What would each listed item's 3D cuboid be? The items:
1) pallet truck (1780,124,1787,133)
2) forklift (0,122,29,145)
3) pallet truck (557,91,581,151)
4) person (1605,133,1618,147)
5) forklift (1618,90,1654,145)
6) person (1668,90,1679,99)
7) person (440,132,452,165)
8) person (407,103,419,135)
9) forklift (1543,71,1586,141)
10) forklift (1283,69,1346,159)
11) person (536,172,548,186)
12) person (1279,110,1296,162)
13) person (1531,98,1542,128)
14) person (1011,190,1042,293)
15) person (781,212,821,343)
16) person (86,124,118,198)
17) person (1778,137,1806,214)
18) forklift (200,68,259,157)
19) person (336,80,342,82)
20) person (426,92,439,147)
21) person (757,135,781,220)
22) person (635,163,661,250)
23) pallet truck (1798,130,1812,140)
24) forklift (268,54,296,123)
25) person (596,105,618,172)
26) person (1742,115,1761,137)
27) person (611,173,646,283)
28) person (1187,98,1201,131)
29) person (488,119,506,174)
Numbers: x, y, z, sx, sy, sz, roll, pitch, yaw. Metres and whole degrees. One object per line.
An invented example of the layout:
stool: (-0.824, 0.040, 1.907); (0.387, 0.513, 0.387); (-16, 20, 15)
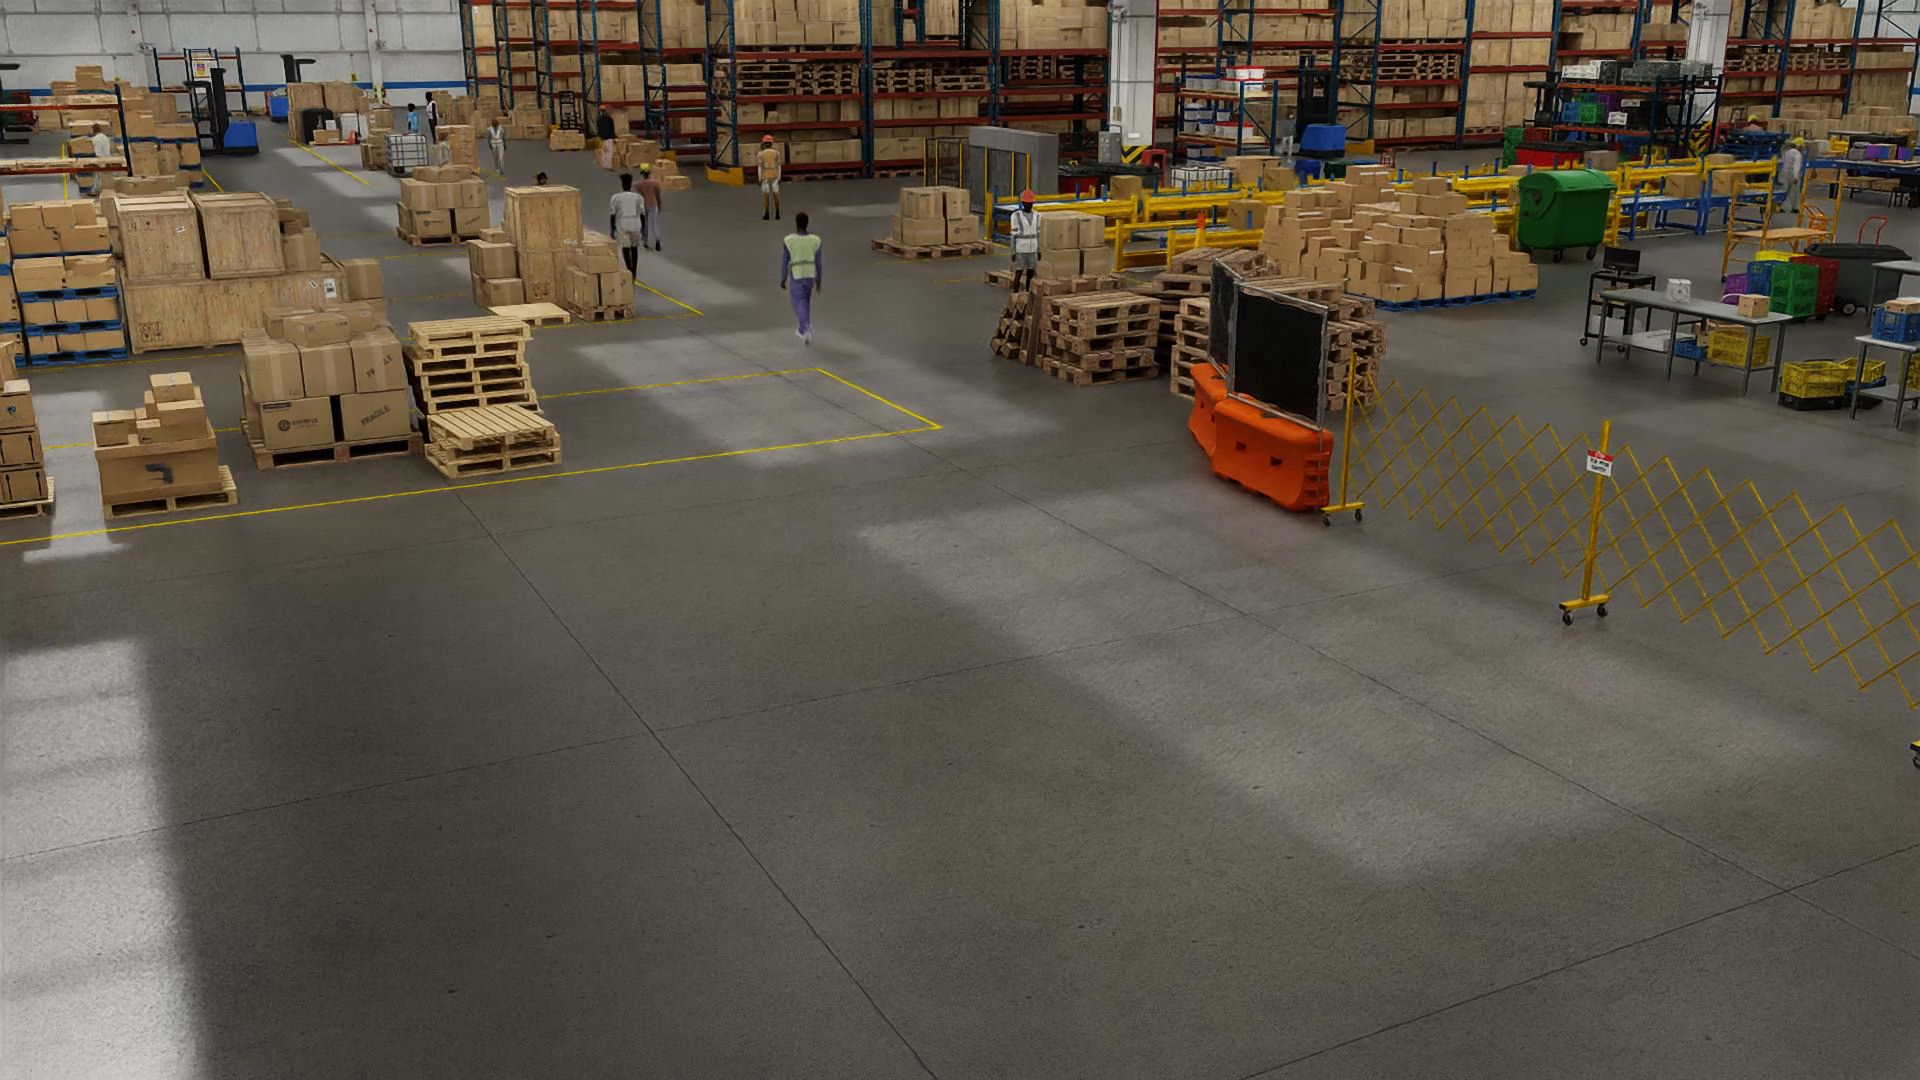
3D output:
pallet truck: (25.206, -12.542, 52.601); (1.601, 1.201, 0.680); (0, 18, -2)
forklift: (-34.388, -15.480, 59.095); (1.873, 2.768, 1.129); (-9, 20, -26)
pallet truck: (-13.495, -14.412, 57.188); (0.823, 1.965, 1.885); (-3, 18, -9)
person: (19.197, -11.747, 48.975); (0.544, 1.939, 0.354); (-11, 21, -30)
forklift: (23.576, -14.997, 57.589); (1.873, 2.768, 1.129); (-9, 20, -26)
person: (25.801, -15.424, 60.346); (0.383, 1.996, 0.609); (16, 23, 40)
person: (-13.490, -9.871, 43.626); (0.423, 1.622, 0.531); (-1, 18, -4)
person: (-18.181, -13.656, 55.315); (0.316, 1.695, 0.542); (6, 19, 18)
forklift: (18.685, -13.231, 52.085); (1.873, 2.768, 1.129); (-9, 20, -26)
forklift: (11.615, -13.871, 54.079); (1.129, 2.768, 1.873); (-9, 20, -27)
person: (-7.760, -5.928, 30.966); (0.537, 1.855, 0.579); (-15, 23, -40)
person: (10.416, -12.848, 52.917); (0.517, 1.614, 0.500); (-4, 18, -11)
person: (19.878, -14.364, 57.416); (0.329, 1.765, 0.533); (16, 24, 40)
person: (1.094, -4.730, 27.102); (0.551, 1.935, 0.375); (-9, 20, -26)
person: (-2.305, -3.864, 24.462); (0.595, 1.897, 0.802); (-9, 20, -26)
person: (-22.131, -9.782, 42.954); (1.034, 1.878, 0.651); (1, 18, 2)
person: (19.869, -8.684, 39.662); (0.632, 1.797, 0.653); (-1, 18, -4)
forklift: (-24.369, -14.147, 54.940); (1.873, 2.768, 1.129); (-9, 20, -26)
person: (-25.214, -17.783, 67.847); (0.576, 1.896, 0.915); (1, 18, 2)
person: (-18.568, -14.813, 58.581); (0.391, 1.912, 0.589); (-12, 21, -33)
person: (-4.415, -8.388, 38.517); (0.542, 1.930, 0.374); (-5, 19, -16)
person: (-6.318, -6.769, 33.780); (0.526, 1.740, 0.769); (-6, 19, -18)
pallet truck: (25.526, -11.556, 49.408); (1.630, 1.274, 0.653); (-9, 20, -26)
forklift: (-28.361, -19.144, 70.516); (1.873, 2.768, 1.129); (-9, 20, -26)
person: (-10.540, -11.994, 49.726); (0.770, 1.955, 0.369); (10, 20, 28)
person: (23.030, -11.495, 48.475); (0.549, 1.752, 0.407); (1, 18, 3)
person: (-5.920, -5.581, 29.771); (0.606, 1.937, 0.916); (-7, 19, -21)
person: (8.576, -15.449, 60.972); (0.533, 1.662, 0.869); (-1, 18, -2)
person: (-13.734, -11.698, 49.382); (0.499, 1.593, 0.849); (-3, 18, -10)
